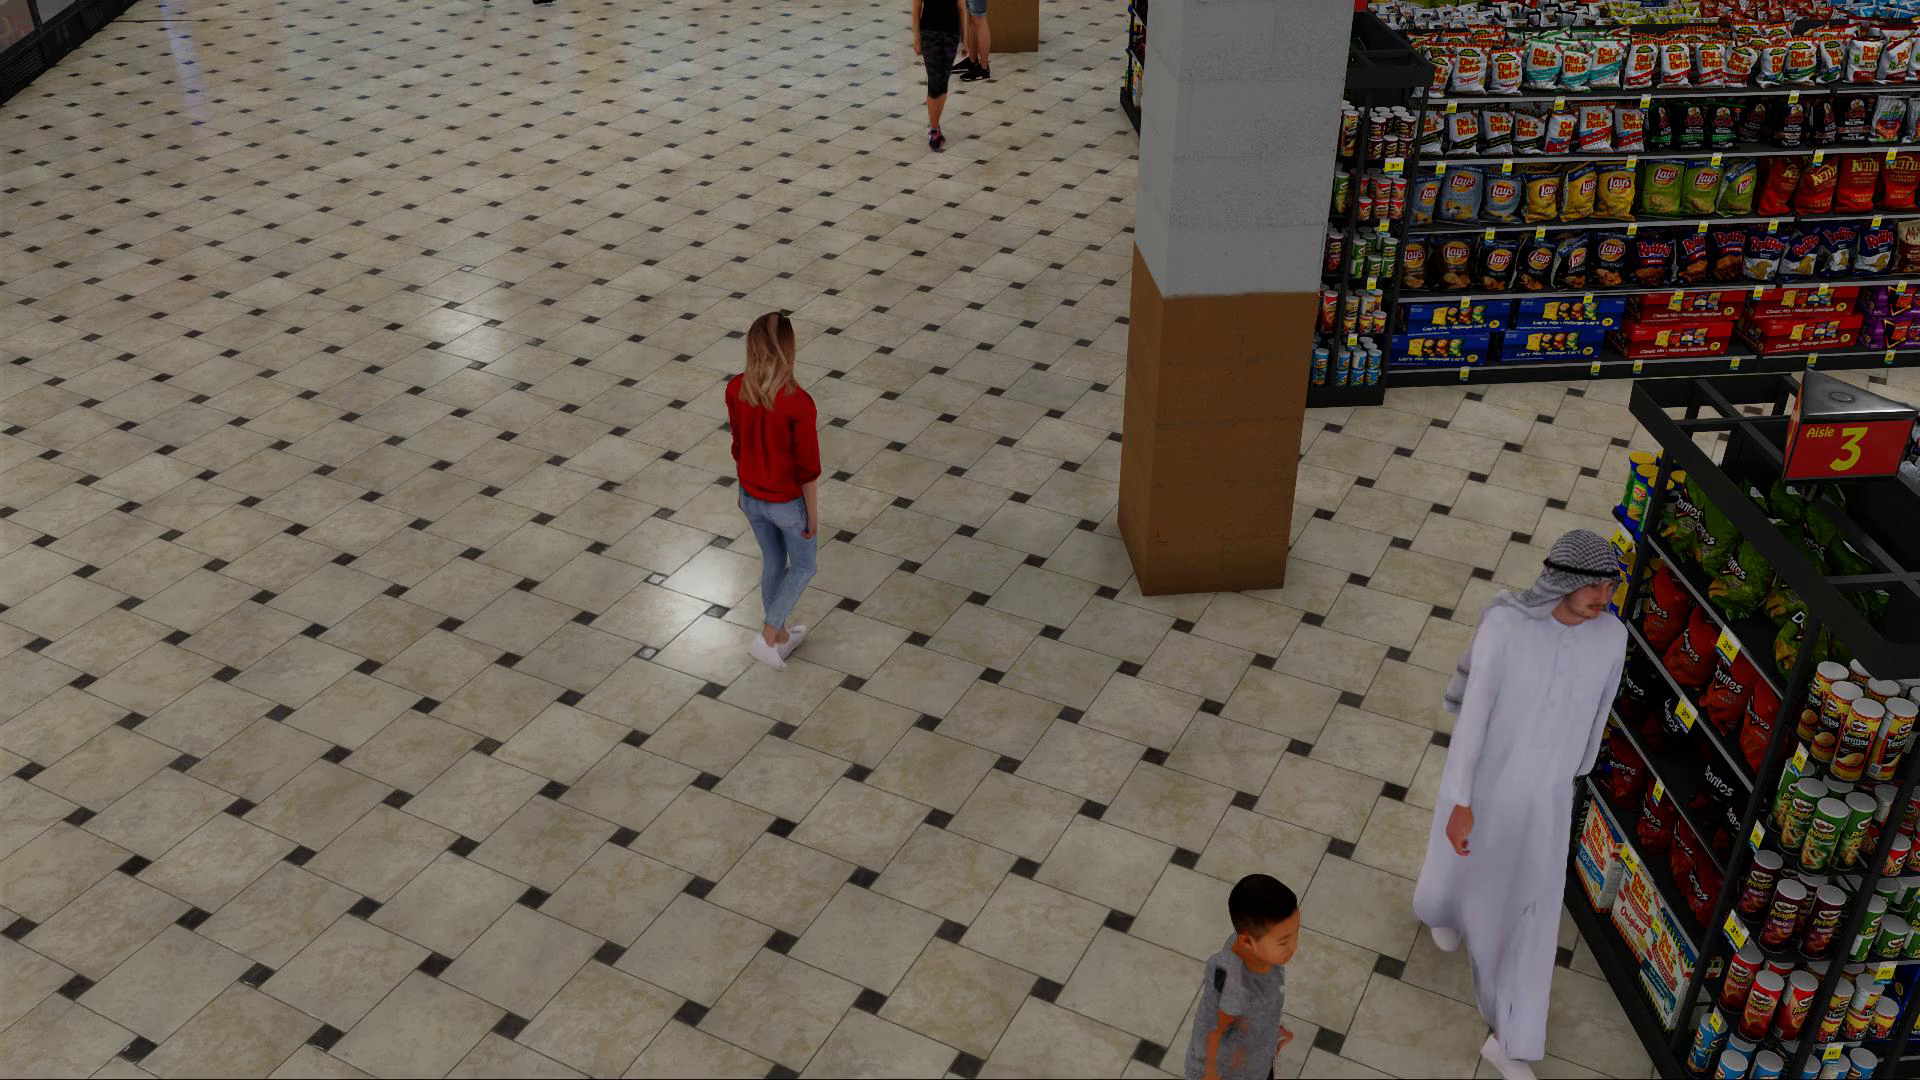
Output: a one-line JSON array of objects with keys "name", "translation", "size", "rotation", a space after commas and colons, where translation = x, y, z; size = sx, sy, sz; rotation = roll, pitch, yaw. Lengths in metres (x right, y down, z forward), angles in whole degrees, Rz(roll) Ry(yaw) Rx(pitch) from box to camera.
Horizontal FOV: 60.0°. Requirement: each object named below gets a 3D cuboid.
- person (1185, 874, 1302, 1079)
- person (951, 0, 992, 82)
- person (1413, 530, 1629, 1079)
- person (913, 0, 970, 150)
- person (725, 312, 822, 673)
[{"name": "person", "translation": [0.727, 1.446, 4.785], "size": [0.845, 1.444, 0.785], "rotation": [16, 35, 23]}, {"name": "person", "translation": [0.135, -5.085, 14.902], "size": [0.663, 1.846, 0.721], "rotation": [-11, 34, -18]}, {"name": "person", "translation": [1.790, 0.744, 5.512], "size": [1.273, 1.869, 0.877], "rotation": [2, 32, 4]}, {"name": "person", "translation": [-0.186, -4.052, 13.364], "size": [0.670, 1.715, 0.694], "rotation": [-10, 33, -16]}, {"name": "person", "translation": [-0.827, -0.134, 7.088], "size": [0.855, 1.693, 0.887], "rotation": [14, 35, 22]}]
